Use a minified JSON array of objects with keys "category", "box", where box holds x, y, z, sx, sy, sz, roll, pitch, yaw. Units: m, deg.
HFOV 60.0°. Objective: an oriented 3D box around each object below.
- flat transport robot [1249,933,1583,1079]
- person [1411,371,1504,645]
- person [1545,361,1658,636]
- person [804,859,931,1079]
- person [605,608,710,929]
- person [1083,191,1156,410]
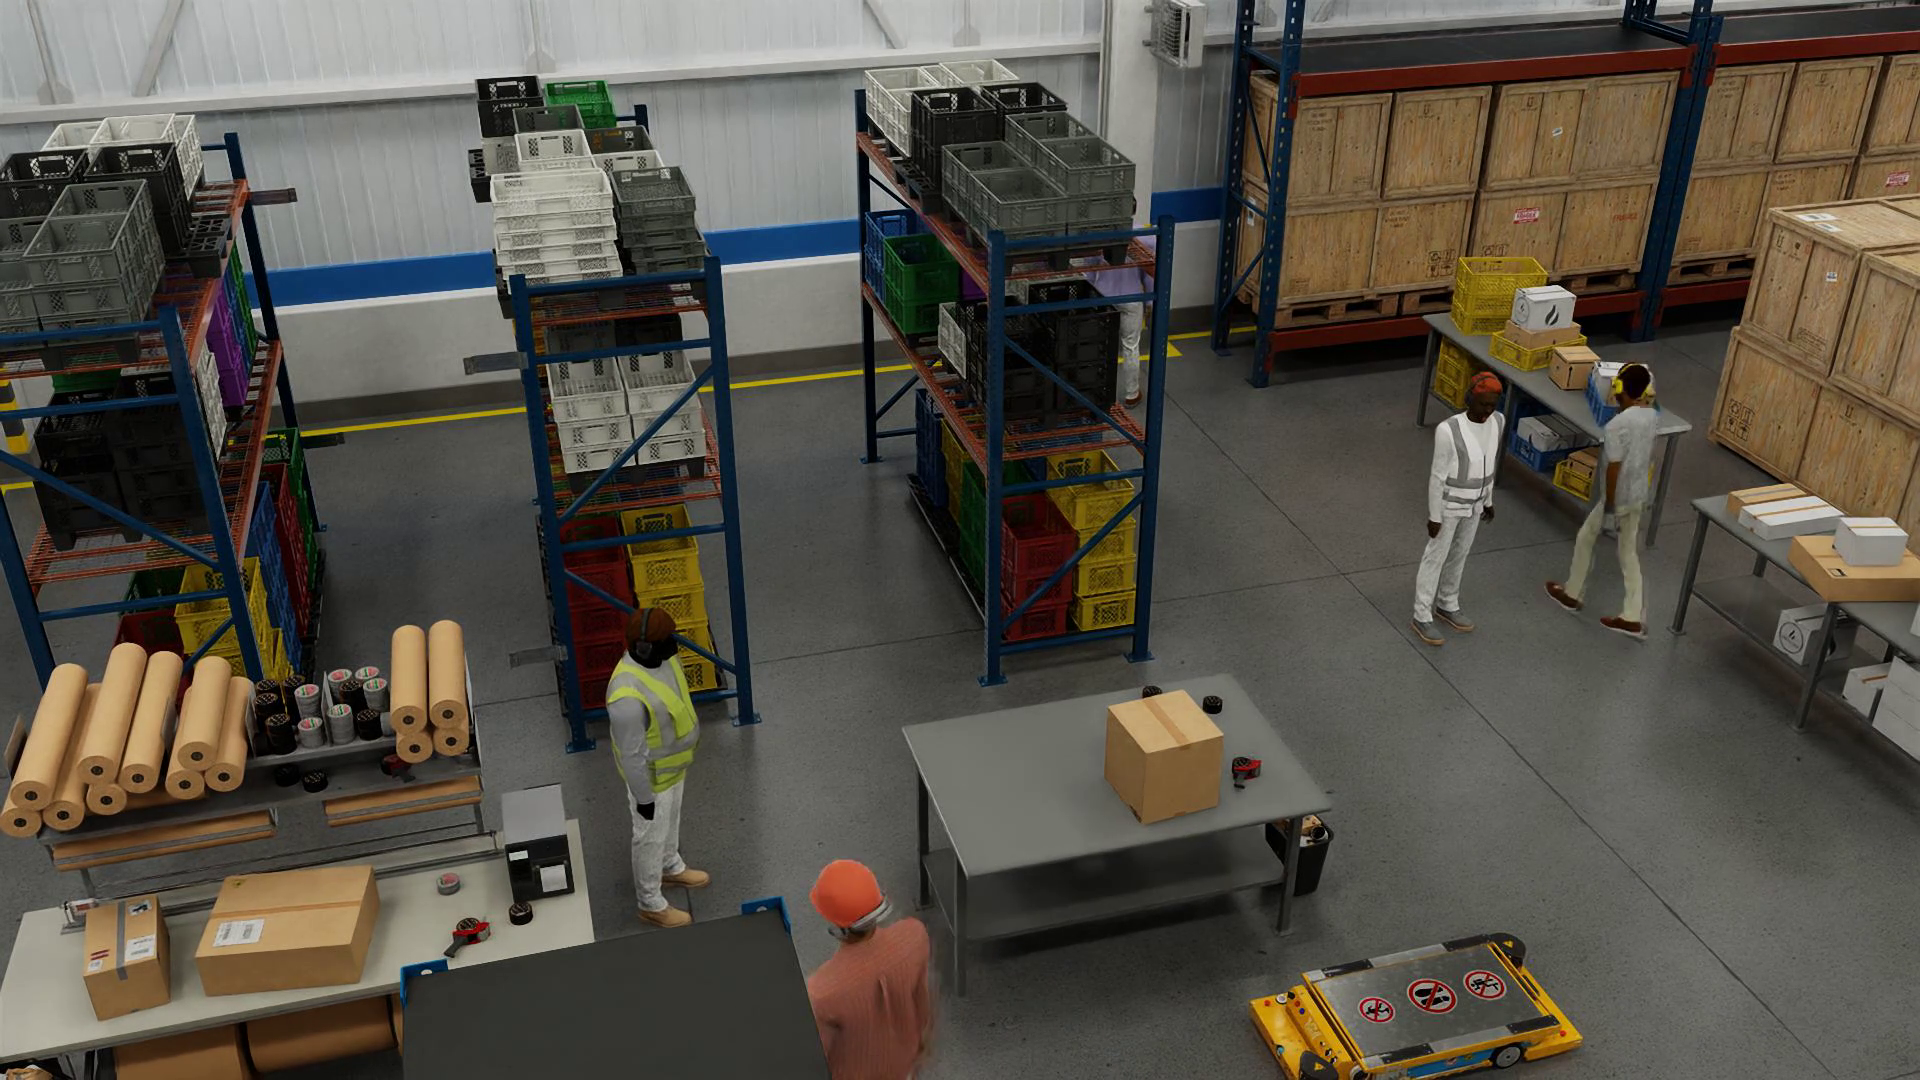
[{"category":"flat transport robot","box":[2.184,2.282,7.980,1.431,0.197,0.652,-8,30,-14]},{"category":"person","box":[3.273,-0.222,10.874,0.572,1.886,0.355,-17,33,-28]},{"category":"person","box":[4.350,-0.281,11.046,0.540,1.821,0.876,-15,32,-25]},{"category":"person","box":[-0.347,2.091,6.566,0.632,1.979,0.669,-20,35,-32]},{"category":"person","box":[-1.527,1.142,8.448,0.429,1.836,0.628,4,29,7]},{"category":"person","box":[1.346,-2.044,14.134,0.627,1.940,0.370,6,29,10]}]
